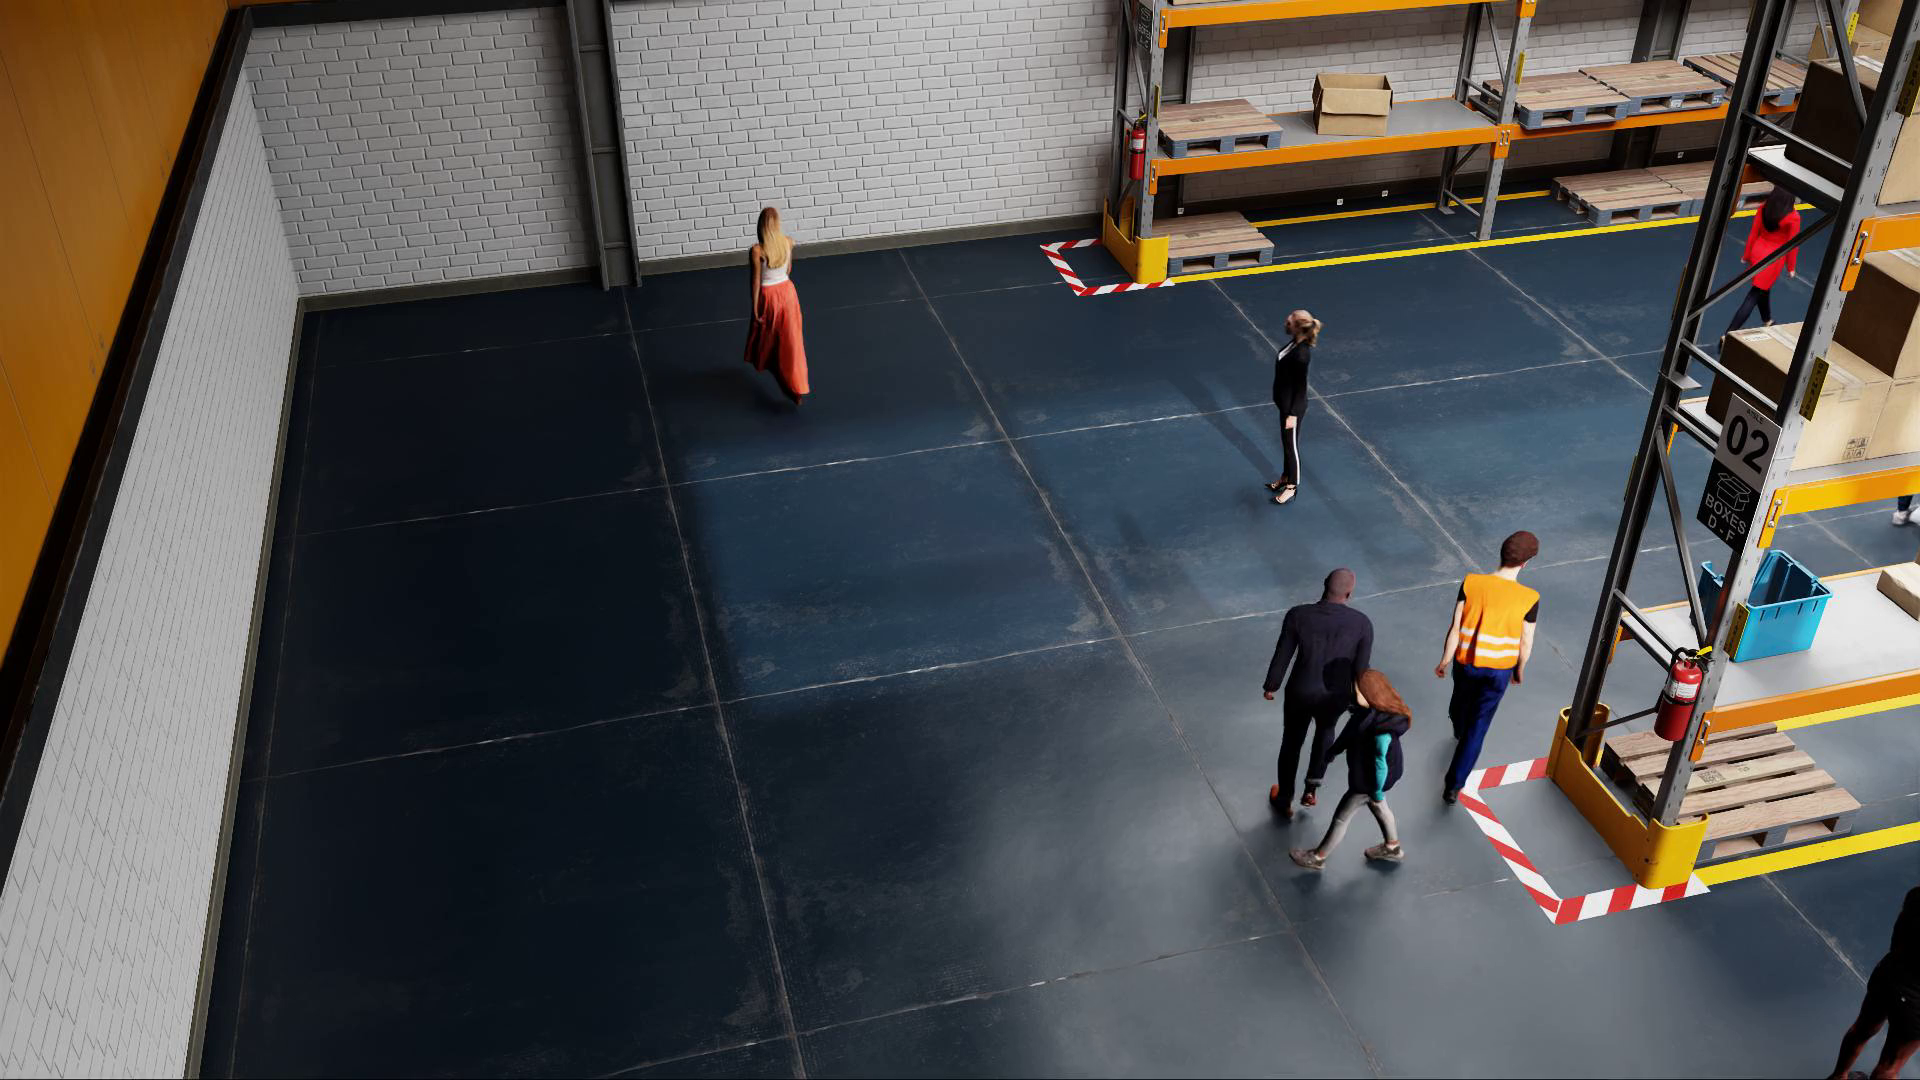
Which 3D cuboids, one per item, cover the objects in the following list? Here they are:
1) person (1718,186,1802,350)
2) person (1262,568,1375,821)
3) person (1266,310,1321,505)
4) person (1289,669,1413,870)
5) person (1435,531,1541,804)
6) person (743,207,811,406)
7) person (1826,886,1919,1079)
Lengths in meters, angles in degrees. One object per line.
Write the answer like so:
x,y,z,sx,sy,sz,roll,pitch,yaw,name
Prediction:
7.547,-2.555,15.678,1.117,1.693,0.786,-16,37,-22,person
2.213,1.010,10.222,0.812,1.796,0.973,2,34,2,person
2.685,-1.073,13.438,0.637,1.705,0.679,2,34,3,person
2.509,1.394,9.949,1.015,1.459,0.778,3,34,4,person
3.283,0.840,10.448,1.233,1.830,1.229,13,36,19,person
-1.581,-2.045,14.879,1.340,1.729,0.967,-20,38,-27,person
4.764,2.275,8.368,0.558,1.741,0.629,-3,34,-4,person
